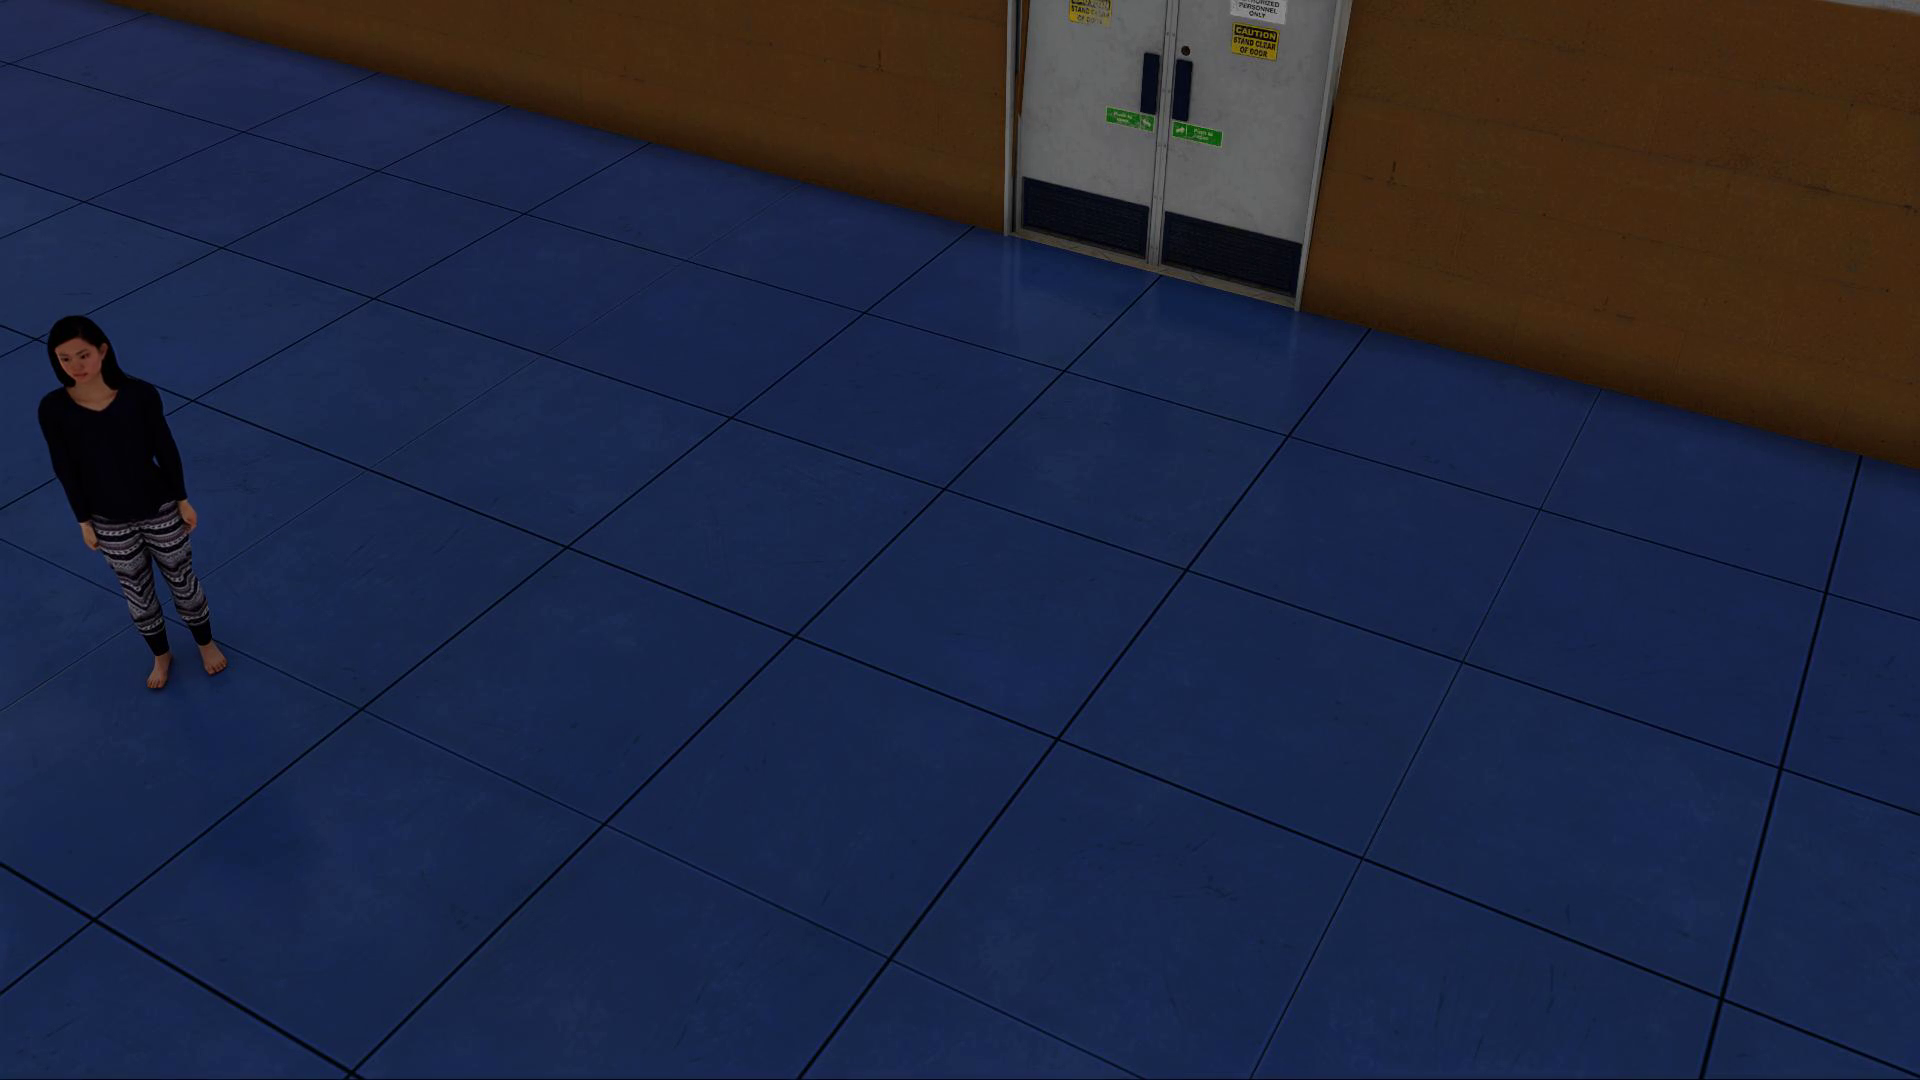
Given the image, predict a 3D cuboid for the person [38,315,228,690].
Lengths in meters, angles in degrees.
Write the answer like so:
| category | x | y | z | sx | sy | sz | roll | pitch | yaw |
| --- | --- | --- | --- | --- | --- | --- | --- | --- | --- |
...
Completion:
| category | x | y | z | sx | sy | sz | roll | pitch | yaw |
| --- | --- | --- | --- | --- | --- | --- | --- | --- | --- |
| person | -3.409 | -0.154 | 6.853 | 0.646 | 1.734 | 0.741 | -15 | 39 | -19 |
